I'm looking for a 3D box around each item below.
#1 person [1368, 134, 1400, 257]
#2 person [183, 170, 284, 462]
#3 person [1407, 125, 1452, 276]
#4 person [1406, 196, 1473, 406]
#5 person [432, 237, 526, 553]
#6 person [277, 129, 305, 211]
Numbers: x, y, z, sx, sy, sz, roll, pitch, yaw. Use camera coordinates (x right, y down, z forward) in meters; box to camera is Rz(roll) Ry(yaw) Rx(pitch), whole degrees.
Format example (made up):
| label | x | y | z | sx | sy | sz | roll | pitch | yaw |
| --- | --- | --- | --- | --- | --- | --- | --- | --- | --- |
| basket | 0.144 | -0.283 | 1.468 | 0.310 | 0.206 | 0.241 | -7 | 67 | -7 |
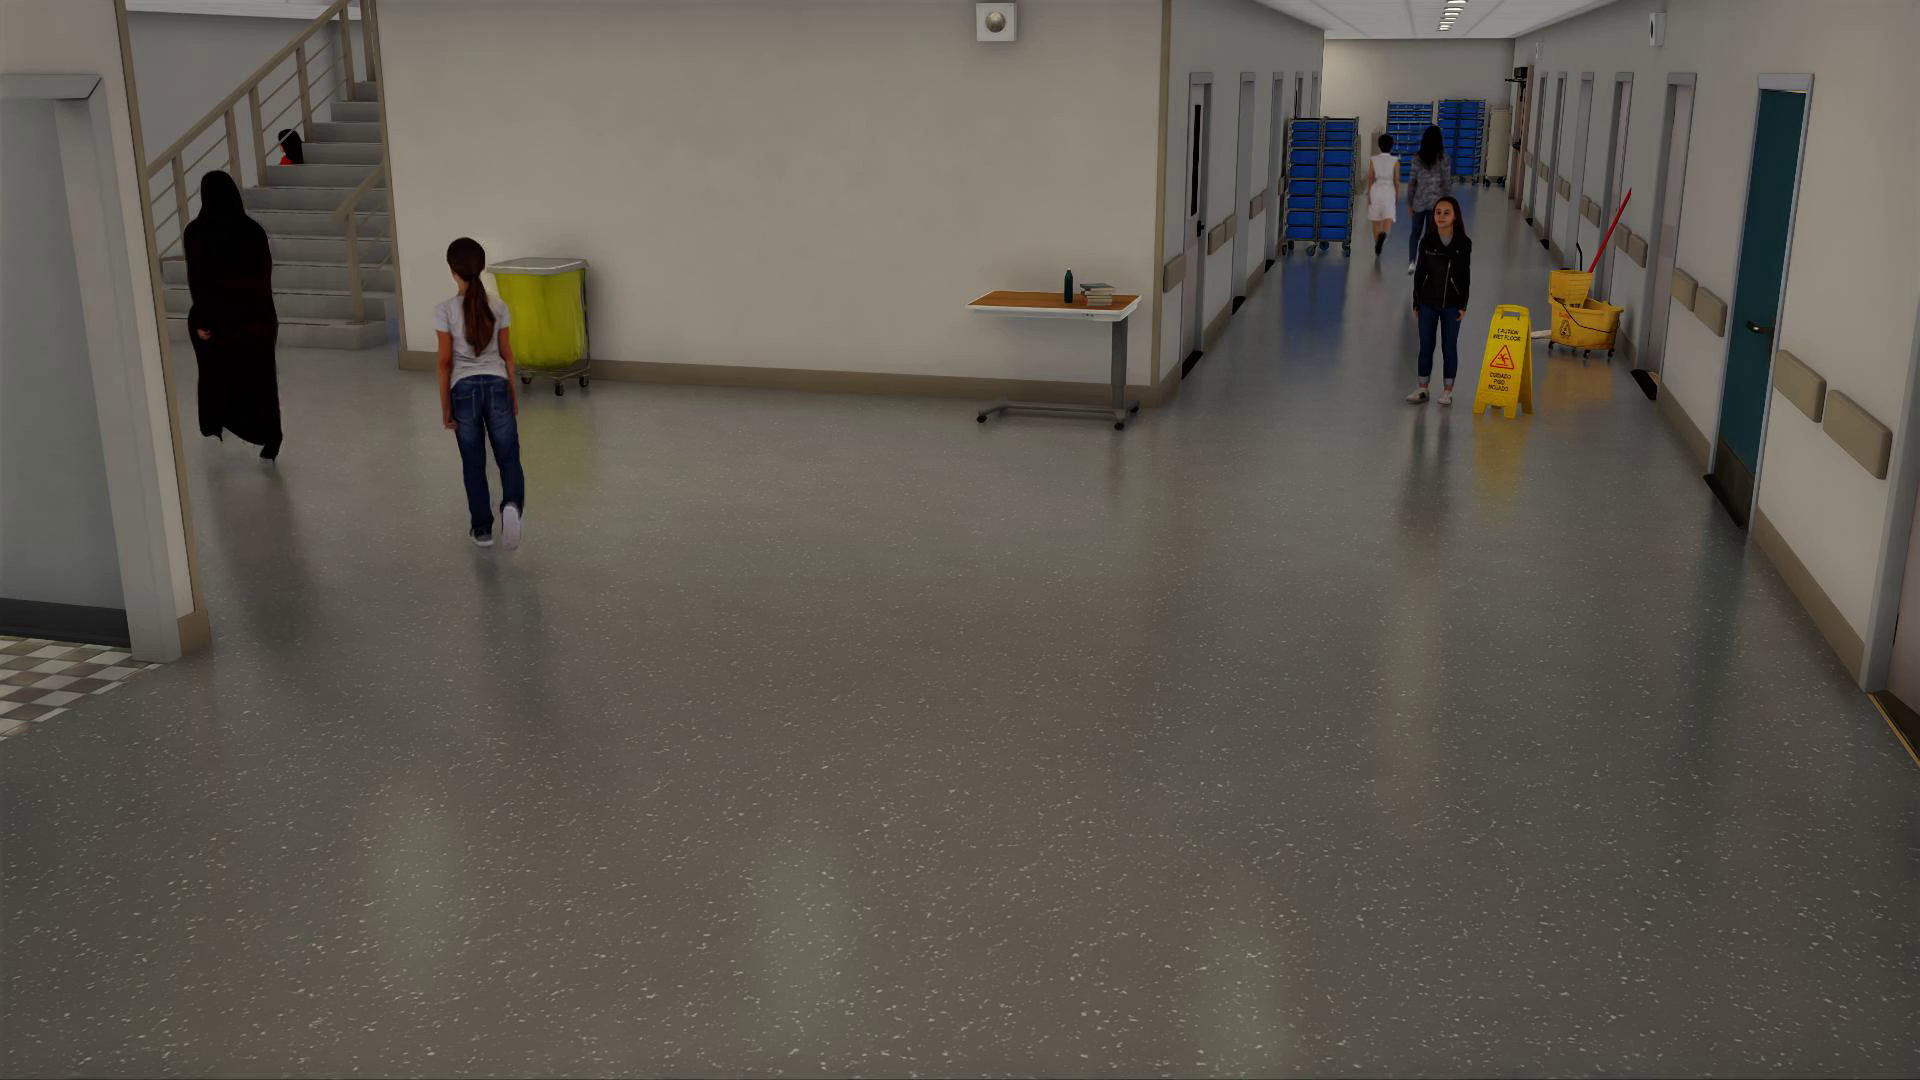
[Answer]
| label | x | y | z | sx | sy | sz | roll | pitch | yaw |
| --- | --- | --- | --- | --- | --- | --- | --- | --- | --- |
| person | 5.397 | -4.382 | 21.241 | 0.587 | 1.538 | 0.903 | 6 | 17 | 19 |
| person | -4.300 | -1.290 | 9.963 | 1.187 | 1.705 | 1.117 | -14 | 21 | -41 |
| person | 5.301 | -3.813 | 18.895 | 0.662 | 1.716 | 0.631 | 7 | 17 | 24 |
| person | 3.433 | -1.703 | 11.844 | 0.595 | 1.481 | 0.578 | 9 | 18 | 28 |
| person | -2.312 | -0.684 | 8.103 | 0.886 | 1.549 | 0.992 | -7 | 17 | -25 |
| person | -6.893 | -3.387 | 17.323 | 0.707 | 1.748 | 0.589 | 2 | 16 | 6 |
